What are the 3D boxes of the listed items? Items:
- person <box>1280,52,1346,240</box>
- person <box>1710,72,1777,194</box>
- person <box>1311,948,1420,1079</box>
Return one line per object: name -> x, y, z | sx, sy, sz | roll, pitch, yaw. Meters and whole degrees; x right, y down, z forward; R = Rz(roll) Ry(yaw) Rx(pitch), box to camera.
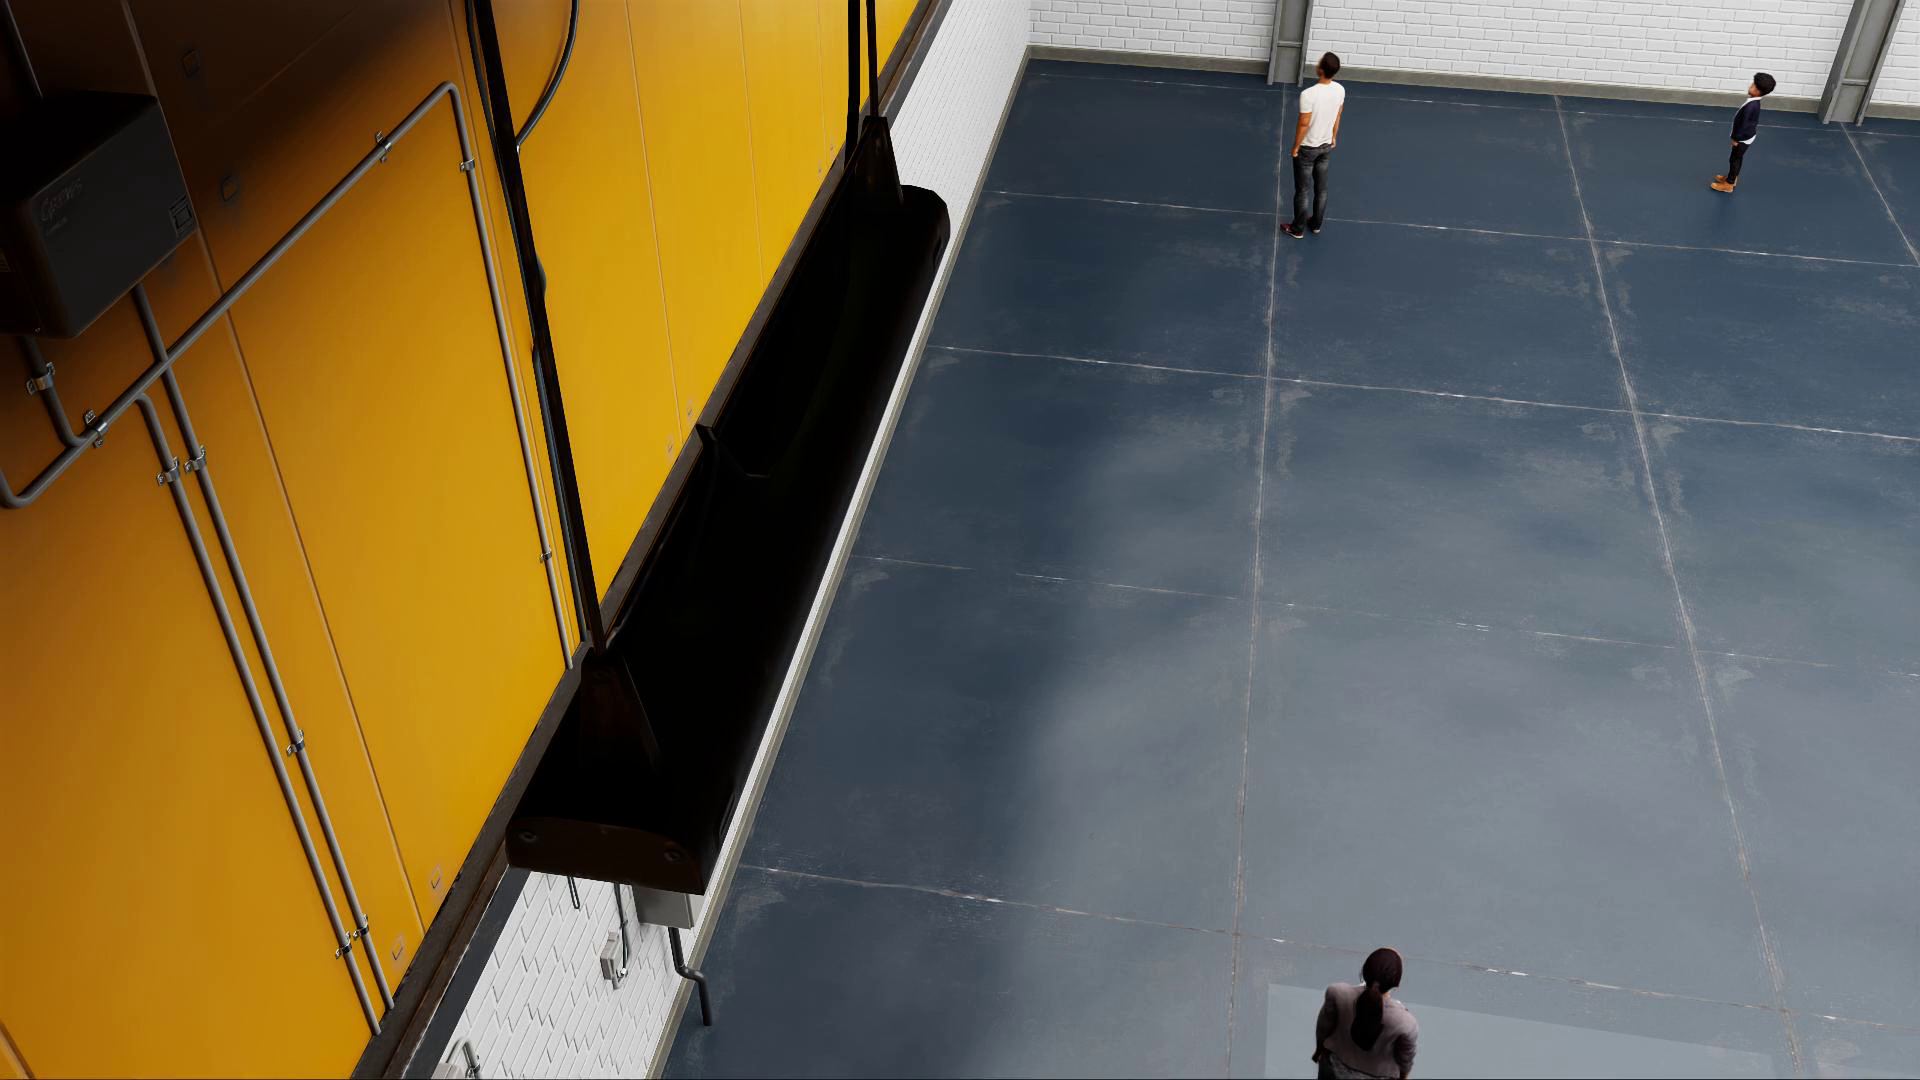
person -> 3.339, -3.719, 15.648 | 0.682, 1.804, 0.778 | -18, 42, -21
person -> 7.806, -4.066, 16.546 | 0.618, 1.225, 0.584 | 23, 44, 26
person -> 1.888, 2.531, 7.923 | 0.627, 1.677, 0.757 | 20, 43, 23
